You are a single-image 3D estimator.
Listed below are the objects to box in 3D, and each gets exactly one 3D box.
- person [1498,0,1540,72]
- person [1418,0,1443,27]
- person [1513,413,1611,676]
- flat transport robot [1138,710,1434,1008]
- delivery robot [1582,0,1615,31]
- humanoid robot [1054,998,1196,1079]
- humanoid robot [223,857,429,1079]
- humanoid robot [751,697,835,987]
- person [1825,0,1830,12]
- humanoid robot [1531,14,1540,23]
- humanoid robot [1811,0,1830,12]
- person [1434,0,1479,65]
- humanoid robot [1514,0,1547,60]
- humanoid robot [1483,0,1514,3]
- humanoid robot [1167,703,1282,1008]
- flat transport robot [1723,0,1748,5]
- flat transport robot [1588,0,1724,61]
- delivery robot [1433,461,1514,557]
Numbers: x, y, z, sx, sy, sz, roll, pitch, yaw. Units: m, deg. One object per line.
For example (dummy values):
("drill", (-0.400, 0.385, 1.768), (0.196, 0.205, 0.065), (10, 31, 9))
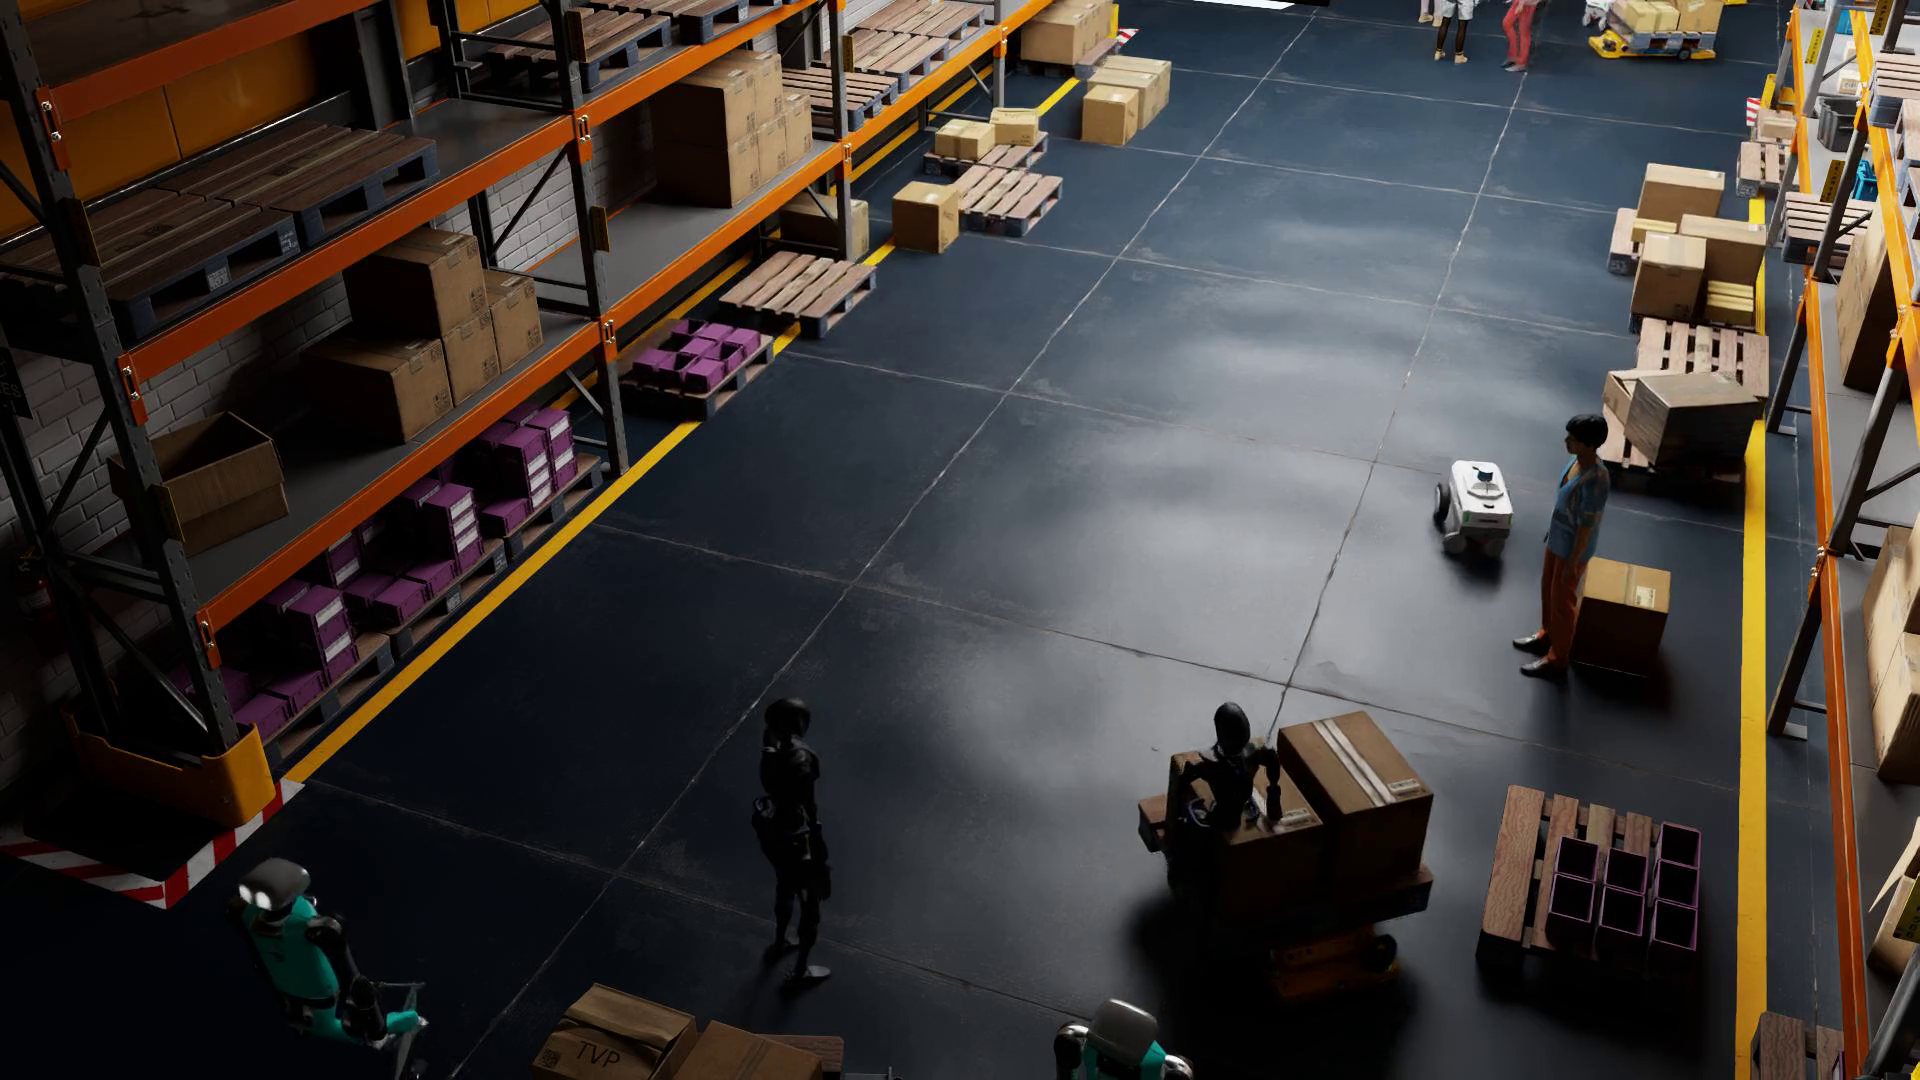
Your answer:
("person", (6.923, -6.639, 20.503), (0.480, 1.752, 0.532), (3, 33, 5))
("person", (6.465, -7.821, 22.303), (0.316, 1.778, 0.469), (-18, 37, -26))
("person", (3.720, 0.026, 10.182), (0.321, 1.756, 0.506), (3, 33, 4))
("flat transport robot", (1.673, 1.818, 8.779), (0.659, 0.231, 1.431), (-10, 34, -15))
("delivery robot", (8.836, -7.242, 22.552), (0.813, 0.612, 0.499), (-20, 38, -28))
("humanoid robot", (0.507, 2.536, 6.239), (0.531, 1.718, 0.725), (13, 35, 19))
("humanoid robot", (-2.618, 1.977, 7.276), (0.547, 1.893, 0.788), (10, 34, 15))
("humanoid robot", (-0.806, 1.435, 8.072), (0.327, 1.652, 0.587), (-18, 37, -26))
("person", (11.838, -7.734, 22.272), (0.608, 1.671, 0.477), (2, 33, 3))
("humanoid robot", (7.981, -7.893, 22.536), (0.614, 1.629, 0.700), (22, 39, 30))
("humanoid robot", (10.230, -6.066, 19.588), (0.719, 1.739, 0.531), (15, 36, 22))
("person", (6.279, -6.841, 20.870), (0.535, 1.691, 0.319), (24, 40, 32))
("humanoid robot", (7.221, -6.896, 20.960), (0.342, 1.649, 0.600), (-7, 34, -11))
("humanoid robot", (7.609, -8.306, 23.170), (0.772, 1.853, 0.537), (-3, 33, -5))
("humanoid robot", (1.299, 1.463, 8.070), (0.600, 1.647, 0.696), (-8, 34, -13))
("flat transport robot", (10.585, -7.937, 23.876), (0.659, 0.231, 1.431), (-8, 34, -13))
("flat transport robot", (8.951, -6.415, 21.520), (1.431, 0.231, 0.659), (1, 33, 1))
("delivery robot", (3.642, -0.256, 11.718), (0.525, 0.587, 0.744), (3, 33, 5))
